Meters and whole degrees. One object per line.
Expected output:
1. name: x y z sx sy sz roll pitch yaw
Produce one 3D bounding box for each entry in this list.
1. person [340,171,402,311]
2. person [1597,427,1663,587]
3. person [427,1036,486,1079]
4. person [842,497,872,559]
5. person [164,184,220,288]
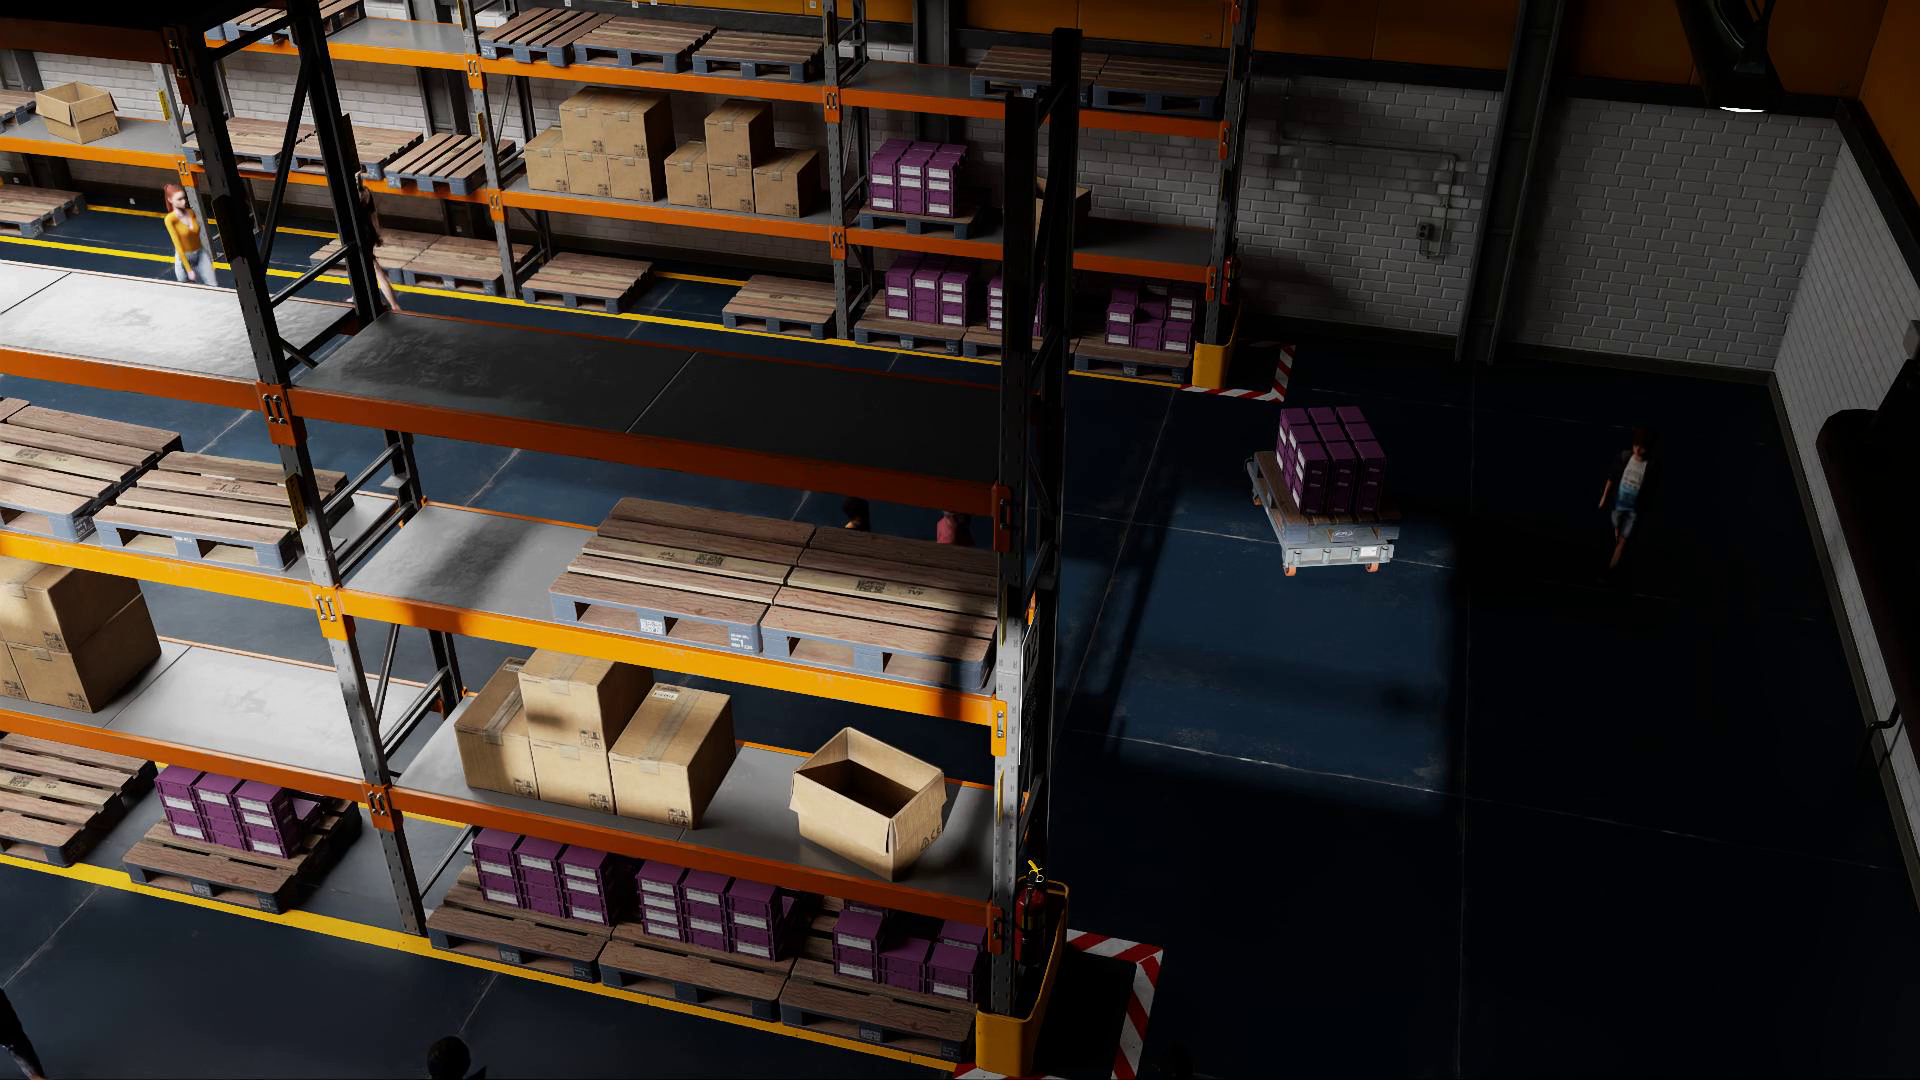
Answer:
1. person: -6.395 -3.209 18.124 1.050 1.798 0.618 9 35 13
2. person: 5.716 -0.334 14.150 0.964 1.410 0.873 25 41 33
3. person: -2.545 3.201 8.605 0.592 1.661 0.662 25 41 32
4. person: -0.898 0.282 13.136 1.108 1.506 0.846 25 41 32
5. person: -8.318 -2.959 17.830 1.255 1.707 0.725 15 36 21
